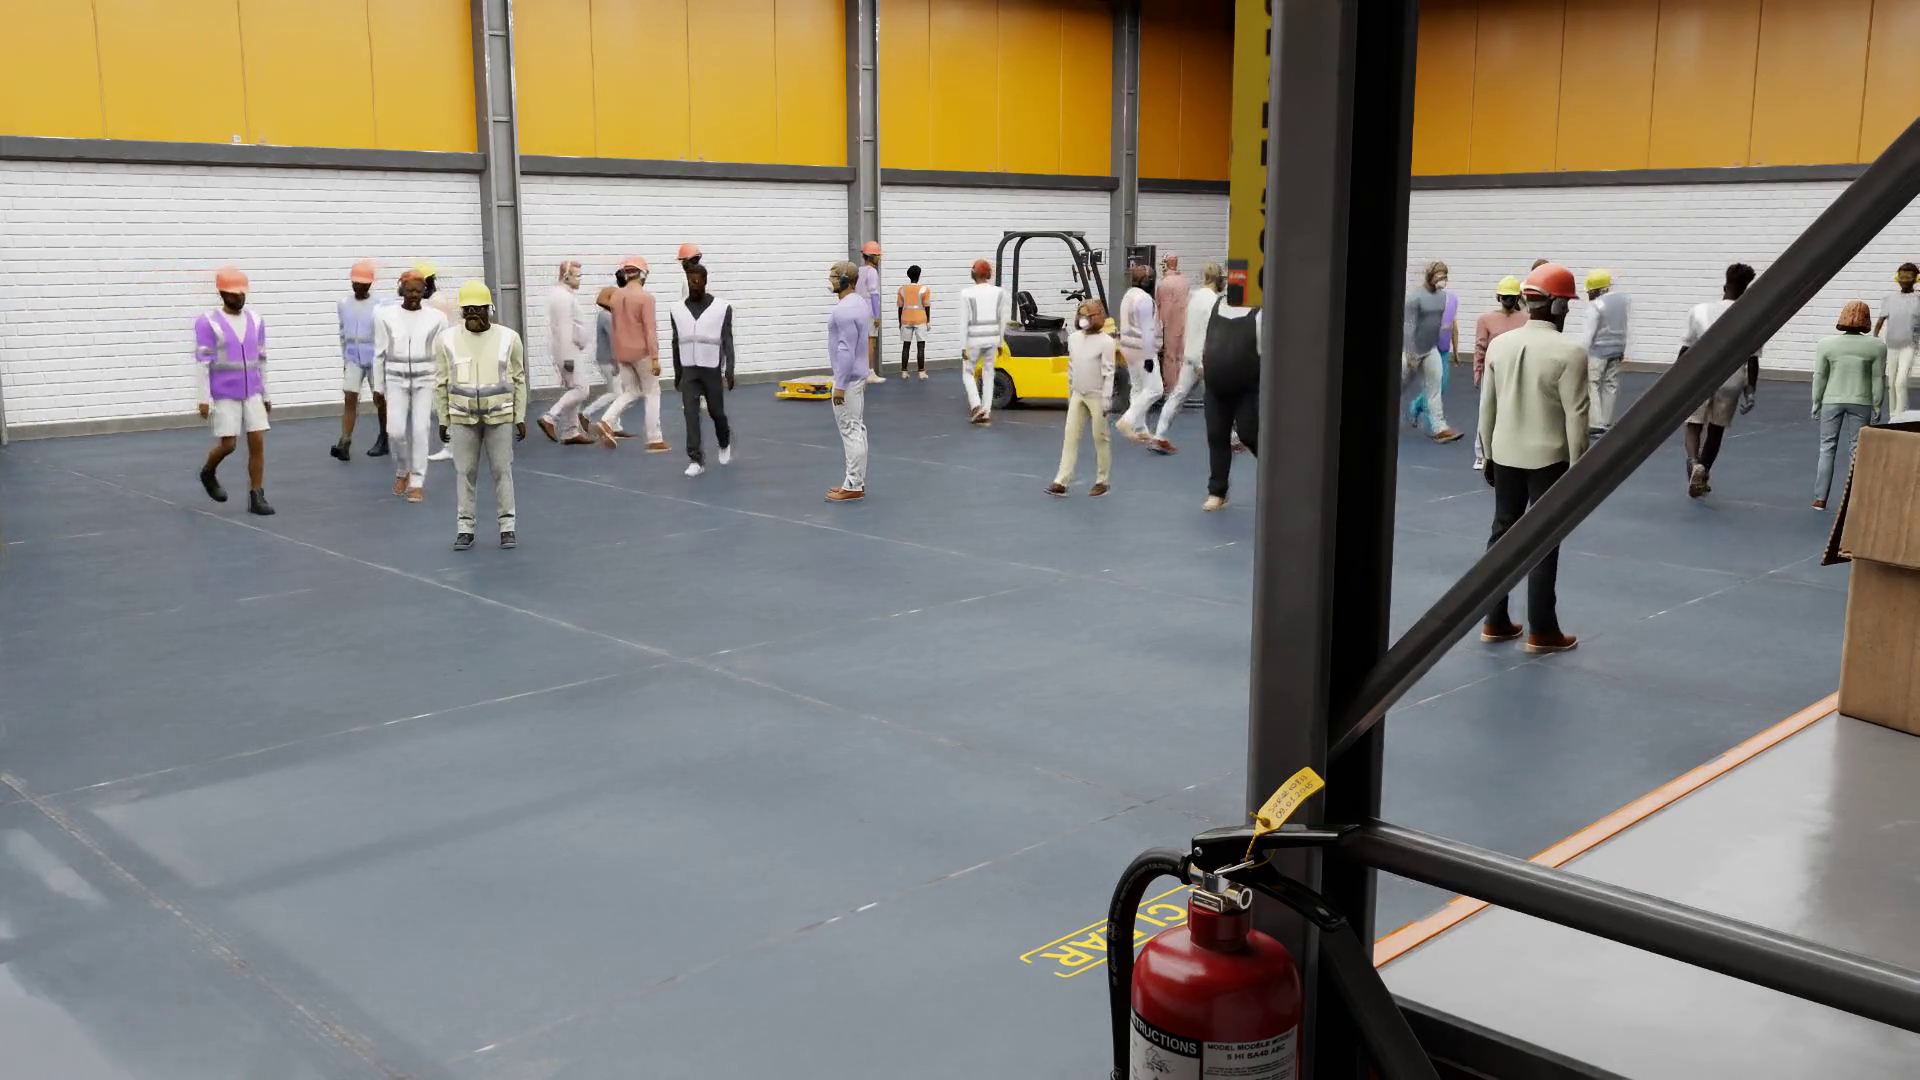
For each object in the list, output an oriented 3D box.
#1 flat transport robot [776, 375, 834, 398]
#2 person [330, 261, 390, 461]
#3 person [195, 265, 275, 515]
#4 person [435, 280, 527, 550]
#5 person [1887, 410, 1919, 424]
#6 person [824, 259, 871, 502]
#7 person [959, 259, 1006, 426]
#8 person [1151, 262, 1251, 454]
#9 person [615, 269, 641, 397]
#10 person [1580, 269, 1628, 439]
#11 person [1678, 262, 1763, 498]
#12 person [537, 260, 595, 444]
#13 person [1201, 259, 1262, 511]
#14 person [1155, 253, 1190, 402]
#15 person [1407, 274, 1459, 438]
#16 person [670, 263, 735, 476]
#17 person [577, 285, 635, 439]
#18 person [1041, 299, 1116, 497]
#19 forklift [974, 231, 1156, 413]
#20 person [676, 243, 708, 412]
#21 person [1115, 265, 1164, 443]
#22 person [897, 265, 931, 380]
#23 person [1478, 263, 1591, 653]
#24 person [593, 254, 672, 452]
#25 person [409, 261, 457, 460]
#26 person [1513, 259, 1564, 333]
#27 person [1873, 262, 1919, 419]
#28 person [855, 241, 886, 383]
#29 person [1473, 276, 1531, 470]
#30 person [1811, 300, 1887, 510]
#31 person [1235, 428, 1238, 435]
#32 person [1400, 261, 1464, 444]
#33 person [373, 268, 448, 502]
[{"bbox_3d":[-1.877,-2.041,22.104,0.652,0.197,1.431,3,11,16],"label":"flat transport robot"},{"bbox_3d":[-5.663,-1.685,15.760,0.565,1.879,0.998,1,10,6],"label":"person"},{"bbox_3d":[-5.583,-1.140,12.709,0.674,1.910,0.577,8,13,35],"label":"person"},{"bbox_3d":[-3.254,-0.843,11.310,0.600,1.831,0.404,-2,11,-11],"label":"person"},{"bbox_3d":[3.309,0.194,5.556,0.310,1.868,0.534,-9,14,-41],"label":"person"},{"bbox_3d":[-0.909,-1.271,13.354,0.372,1.940,0.630,1,10,4],"label":"person"},{"bbox_3d":[0.240,-2.201,18.614,0.580,1.867,0.404,-4,11,-19],"label":"person"},{"bbox_3d":[2.342,-1.744,16.151,1.067,1.882,0.644,-3,11,-15],"label":"person"},{"bbox_3d":[-4.344,-2.697,21.788,0.322,1.697,0.531,0,10,1],"label":"person"},{"bbox_3d":[6.749,-1.948,17.504,0.673,1.781,0.409,-6,12,-28],"label":"person"},{"bbox_3d":[6.068,-1.261,13.363,0.668,1.925,0.784,6,12,28],"label":"person"},{"bbox_3d":[-3.979,-1.882,16.820,0.487,1.885,0.668,-2,11,-12],"label":"person"},{"bbox_3d":[2.215,-1.262,13.028,0.691,2.000,0.781,8,13,36],"label":"person"},{"bbox_3d":[2.678,-2.714,21.322,0.399,1.904,0.644,7,12,32],"label":"person"},{"bbox_3d":[5.022,-2.028,17.795,0.579,1.817,0.724,-3,11,-18],"label":"person"},{"bbox_3d":[-2.312,-1.558,15.054,0.598,1.891,0.817,2,11,8],"label":"person"},{"bbox_3d":[-3.709,-1.845,17.339,0.541,1.612,0.502,-3,11,-18],"label":"person"},{"bbox_3d":[0.992,-1.128,13.441,0.527,1.604,0.682,9,14,42],"label":"person"},{"bbox_3d":[1.222,-2.721,20.561,2.313,2.155,1.214,2,11,13],"label":"forklift"},{"bbox_3d":[-3.237,-2.574,20.184,0.394,2.040,0.610,1,10,6],"label":"person"},{"bbox_3d":[1.844,-1.883,16.983,0.442,1.831,0.651,-2,11,-11],"label":"person"},{"bbox_3d":[-0.679,-3.220,24.662,0.534,1.693,0.317,4,11,20],"label":"person"},{"bbox_3d":[2.974,-0.424,8.585,0.401,1.989,0.623,-7,12,-33],"label":"person"},{"bbox_3d":[-3.237,-1.807,16.248,0.654,1.965,0.744,8,13,38],"label":"person"},{"bbox_3d":[-4.913,-1.684,15.738,0.555,1.887,0.637,-2,11,-11],"label":"person"},{"bbox_3d":[7.064,-2.506,20.353,0.620,1.845,0.430,6,12,29],"label":"person"},{"bbox_3d":[9.993,-2.025,17.726,0.741,1.838,0.535,-8,13,-37],"label":"person"},{"bbox_3d":[-1.291,-3.293,24.097,0.391,2.040,0.615,-5,12,-26],"label":"person"},{"bbox_3d":[4.932,-1.502,15.090,0.533,1.765,0.330,2,11,8],"label":"person"},{"bbox_3d":[6.863,-1.030,12.871,0.504,1.633,0.279,6,12,29],"label":"person"},{"bbox_3d":[3.269,-2.077,17.832,0.556,1.906,0.646,6,12,31],"label":"person"},{"bbox_3d":[4.777,-1.937,17.204,0.658,1.872,1.032,-7,12,-33],"label":"person"},{"bbox_3d":[-4.380,-1.226,13.296,0.603,1.868,0.404,-3,11,-16],"label":"person"}]
